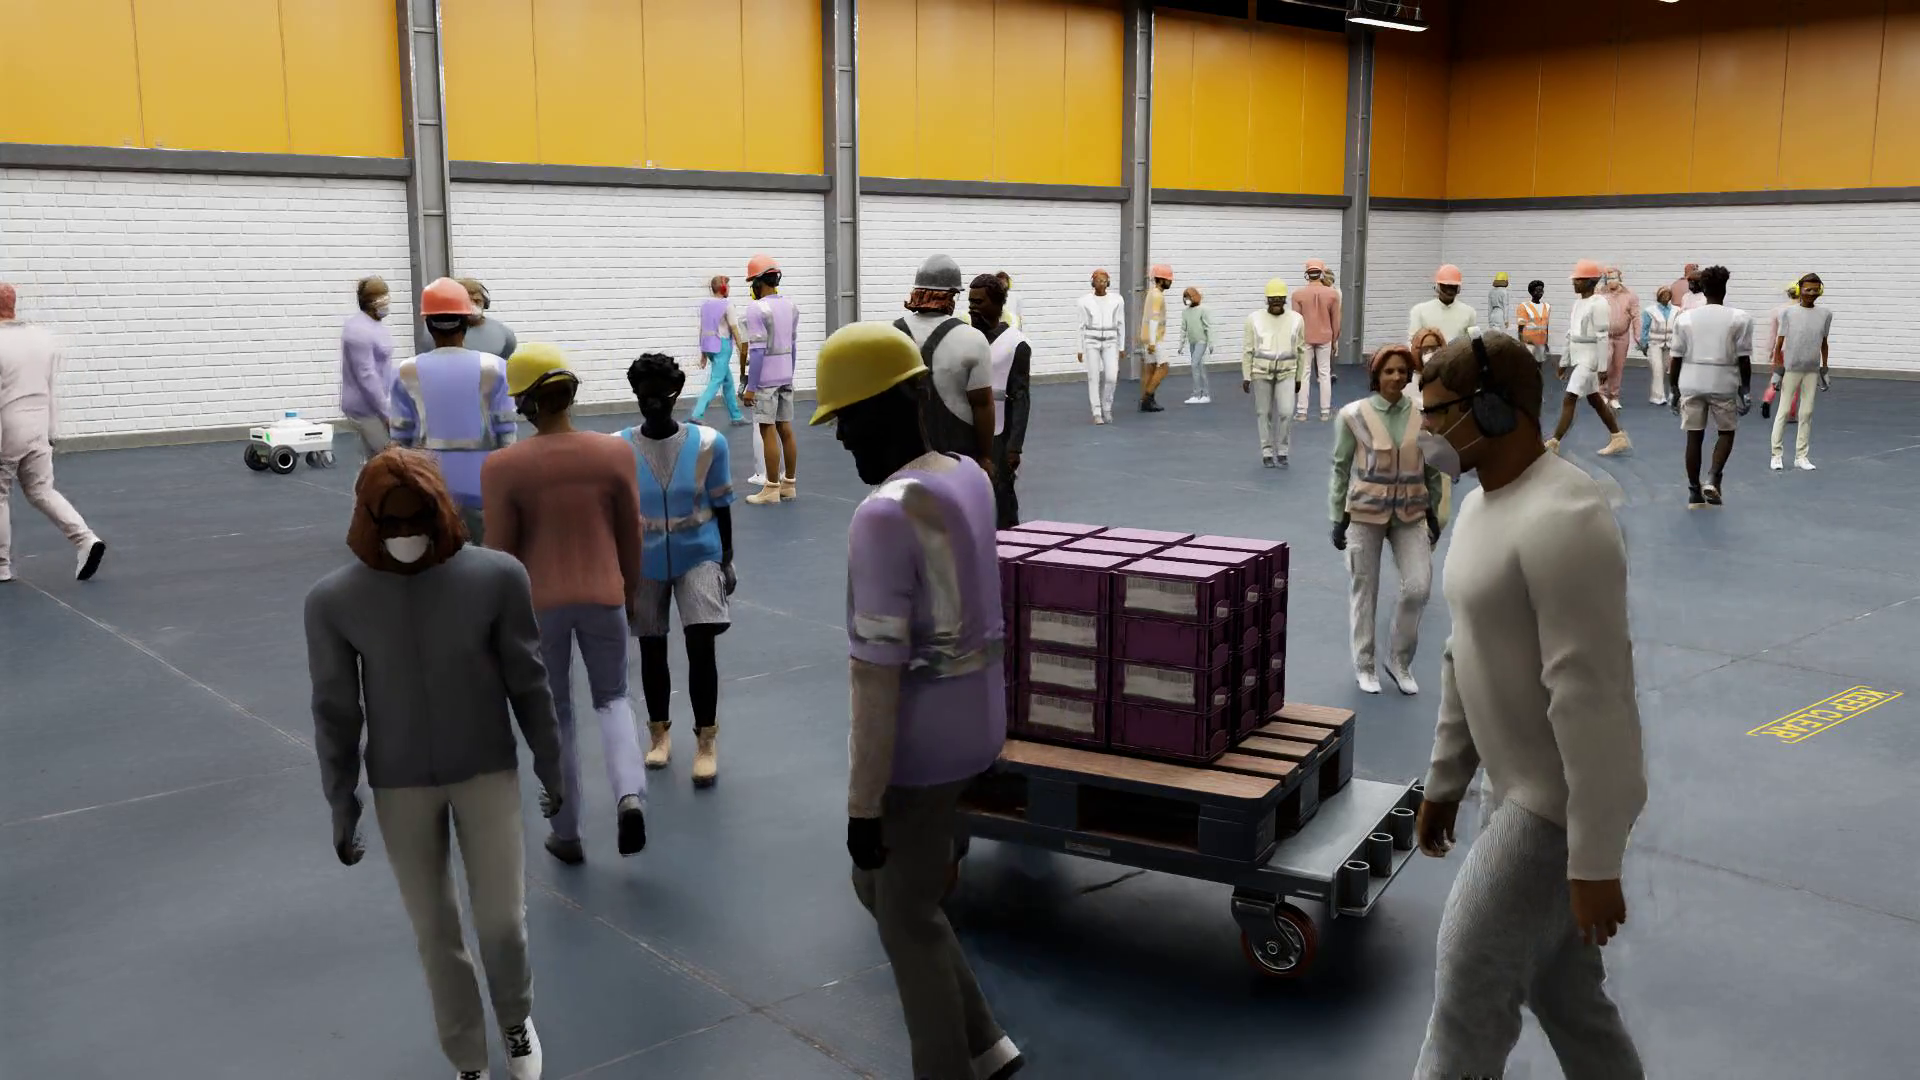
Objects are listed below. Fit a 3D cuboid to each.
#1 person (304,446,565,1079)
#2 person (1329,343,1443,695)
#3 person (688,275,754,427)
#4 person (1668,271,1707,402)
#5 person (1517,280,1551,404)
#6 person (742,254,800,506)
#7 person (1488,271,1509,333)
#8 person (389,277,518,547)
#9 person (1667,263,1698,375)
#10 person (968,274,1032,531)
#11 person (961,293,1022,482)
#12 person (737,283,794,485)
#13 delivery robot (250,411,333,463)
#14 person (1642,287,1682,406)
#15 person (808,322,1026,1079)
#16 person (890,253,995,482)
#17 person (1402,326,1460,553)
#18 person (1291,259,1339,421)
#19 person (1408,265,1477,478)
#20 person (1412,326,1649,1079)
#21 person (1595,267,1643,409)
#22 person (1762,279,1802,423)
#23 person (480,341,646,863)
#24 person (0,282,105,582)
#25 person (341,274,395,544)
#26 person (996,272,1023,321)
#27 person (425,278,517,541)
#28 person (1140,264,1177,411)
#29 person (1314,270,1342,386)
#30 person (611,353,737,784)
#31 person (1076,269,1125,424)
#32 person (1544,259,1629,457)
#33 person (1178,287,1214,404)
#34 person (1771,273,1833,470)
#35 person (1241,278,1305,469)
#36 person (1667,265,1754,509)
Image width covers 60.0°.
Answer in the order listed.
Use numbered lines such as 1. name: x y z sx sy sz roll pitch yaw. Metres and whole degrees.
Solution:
1. person: -1.186 0.576 3.805 0.537 1.606 0.357 -2 10 -13
2. person: 1.957 -0.082 7.615 0.545 1.624 0.456 -1 10 -3
3. person: -2.856 -2.202 19.551 0.965 1.806 0.591 -8 13 -40
4. person: 10.051 -2.787 22.926 0.857 1.806 0.662 -3 10 -14
5. person: 7.856 -2.706 22.791 0.535 1.697 0.318 -4 10 -21
6. person: -1.562 -1.295 13.543 0.392 2.034 0.605 5 11 29
7. person: 9.736 -3.966 30.024 0.299 1.745 0.483 -4 11 -23
8. person: -2.307 -0.234 7.654 0.579 1.922 0.408 -2 10 -13
9. person: 12.321 -3.727 28.182 0.404 1.900 0.637 -5 11 -25
10. person: 0.172 -0.602 9.824 0.392 1.920 0.593 -10 14 -44
11. person: 0.275 -1.432 15.083 0.661 1.787 0.985 -3 10 -17
12. person: -1.725 -1.415 14.752 0.521 1.864 0.334 -3 10 -19
13. delivery robot: -6.308 -0.974 15.713 0.477 0.478 0.707 7 12 37
14. person: 9.501 -2.596 22.413 0.530 1.596 0.829 0 10 -3
15. person: -0.100 0.459 3.731 0.484 1.877 0.639 3 10 19
16. person: -0.111 -0.485 8.780 0.689 2.000 0.538 4 10 22
17. person: 2.748 -0.467 9.918 0.504 1.619 0.523 1 10 5
18. person: 4.355 -2.456 20.479 0.610 1.985 0.393 0 10 1
19. person: 4.422 -1.549 15.321 0.619 1.944 1.017 2 10 9
20. person: 1.056 0.536 3.265 0.885 1.881 0.715 1 10 4
21. person: 8.640 -2.659 21.969 0.674 1.875 0.596 2 10 10
22. person: 10.014 -2.269 20.086 0.514 1.746 0.523 -7 12 -36
23. person: -1.286 0.225 5.474 0.543 1.739 0.550 -4 11 -24
24. person: -5.781 -0.655 10.244 0.826 1.878 0.647 2 10 12
25. person: -4.027 -0.866 11.439 0.505 1.905 0.657 -2 10 -9
26. person: 0.526 -2.467 21.066 0.547 1.810 0.995 1 10 3
27. person: -3.361 -0.867 11.518 0.615 1.888 1.058 -4 10 -20
28. person: 2.559 -2.613 21.594 0.452 1.915 0.572 0 10 -1
29. person: 5.731 -3.316 26.052 0.537 1.797 0.932 1 10 4
30. person: -1.132 0.112 6.390 0.542 1.660 0.617 -1 10 -7
31. person: 1.691 -2.309 19.949 0.613 1.869 0.452 0 10 -3
32. person: 6.283 -1.808 16.682 1.055 1.999 0.618 0 10 -1
33. person: 3.192 -2.654 22.733 0.636 1.597 0.522 -6 11 -31
34. person: 7.976 -1.590 15.763 0.535 1.864 0.309 1 10 5
35. person: 2.975 -1.568 15.780 0.611 1.808 0.615 1 10 5
36. person: 5.994 -1.214 13.292 0.633 1.951 0.415 6 11 32
